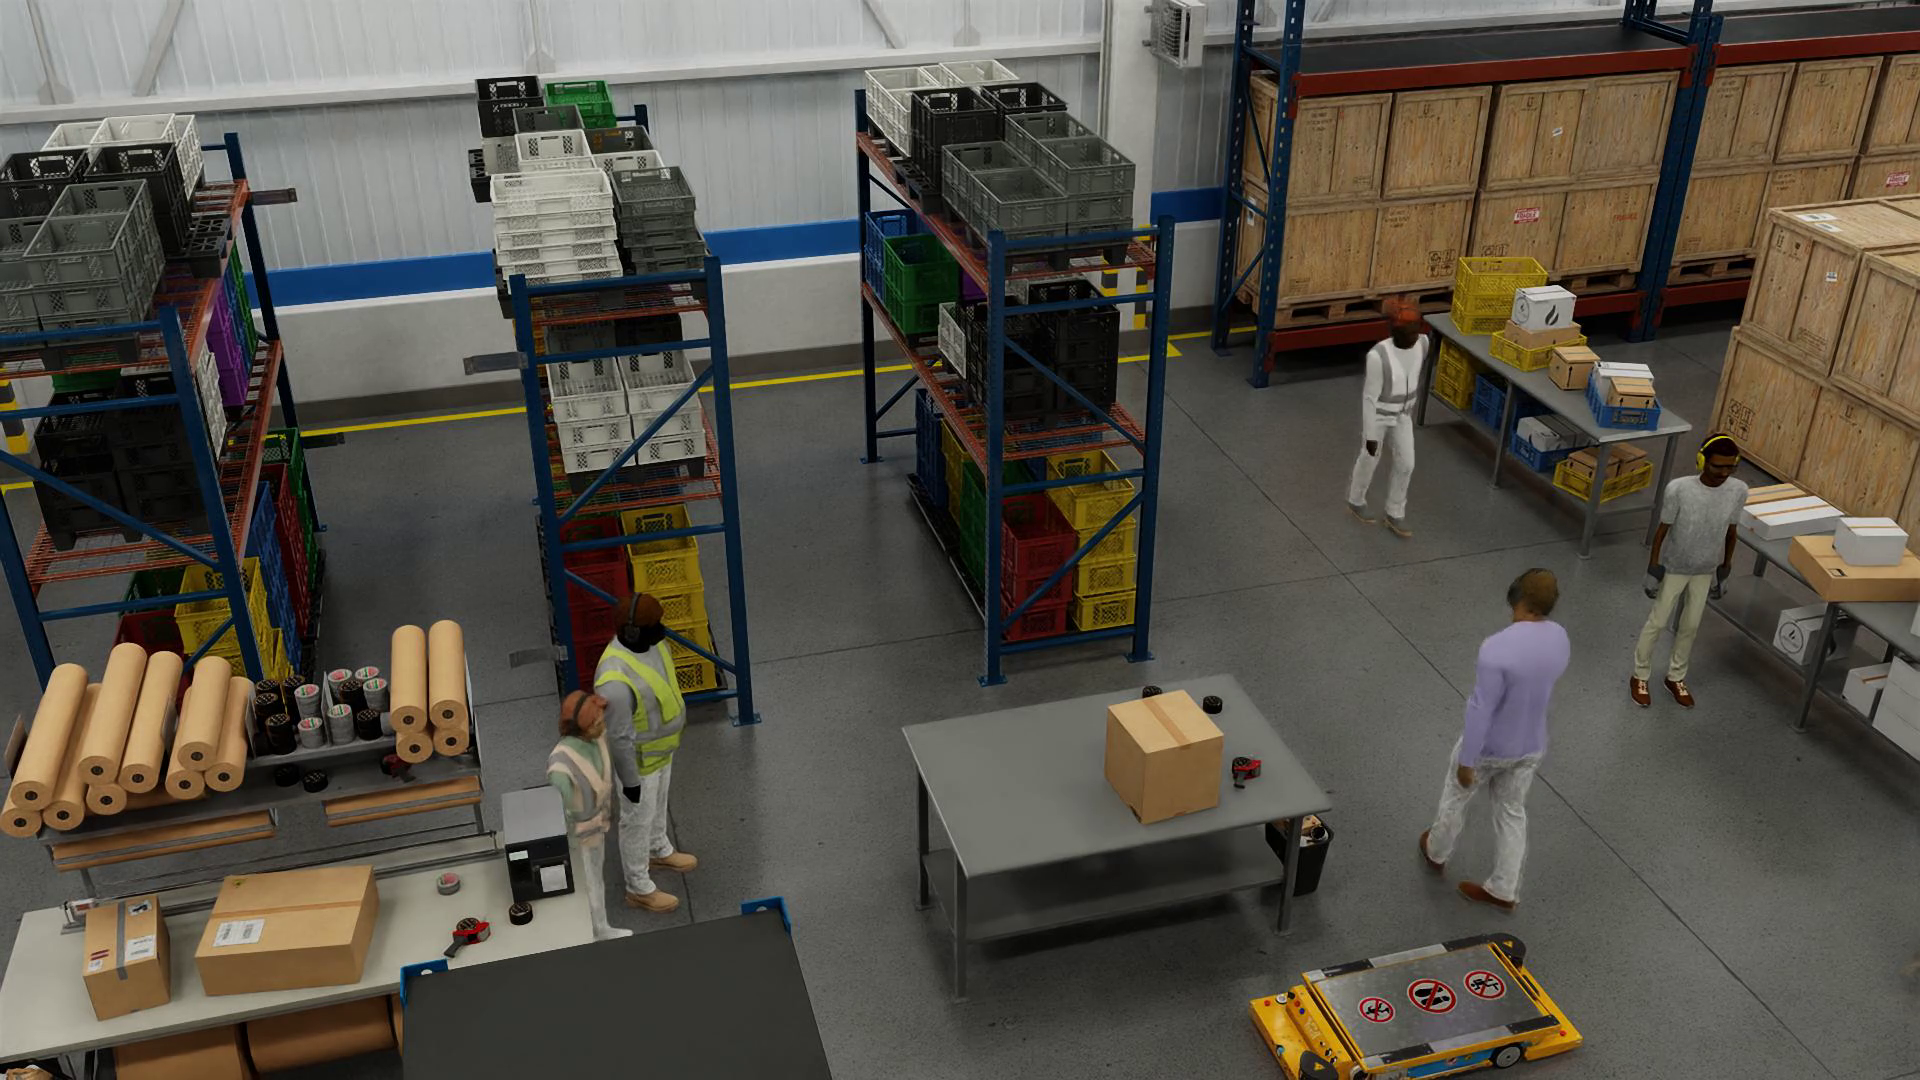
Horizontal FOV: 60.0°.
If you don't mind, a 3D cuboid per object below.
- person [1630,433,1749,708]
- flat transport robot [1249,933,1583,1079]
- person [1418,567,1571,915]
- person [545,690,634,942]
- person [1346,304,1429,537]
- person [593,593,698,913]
[{"bbox_3d":[4.447,0.191,10.152,0.510,1.862,0.322,0,29,1],"label":"person"},{"bbox_3d":[2.184,2.282,7.980,1.431,0.197,0.652,-8,30,-14],"label":"flat transport robot"},{"bbox_3d":[2.775,1.016,8.629,0.708,1.882,0.752,-12,31,-20],"label":"person"},{"bbox_3d":[-1.835,1.440,8.108,0.337,1.629,0.595,7,29,12],"label":"person"},{"bbox_3d":[3.121,-0.886,12.114,0.600,1.844,0.723,-14,32,-24],"label":"person"},{"bbox_3d":[-1.615,1.076,8.572,0.430,1.834,0.629,4,29,7],"label":"person"}]
